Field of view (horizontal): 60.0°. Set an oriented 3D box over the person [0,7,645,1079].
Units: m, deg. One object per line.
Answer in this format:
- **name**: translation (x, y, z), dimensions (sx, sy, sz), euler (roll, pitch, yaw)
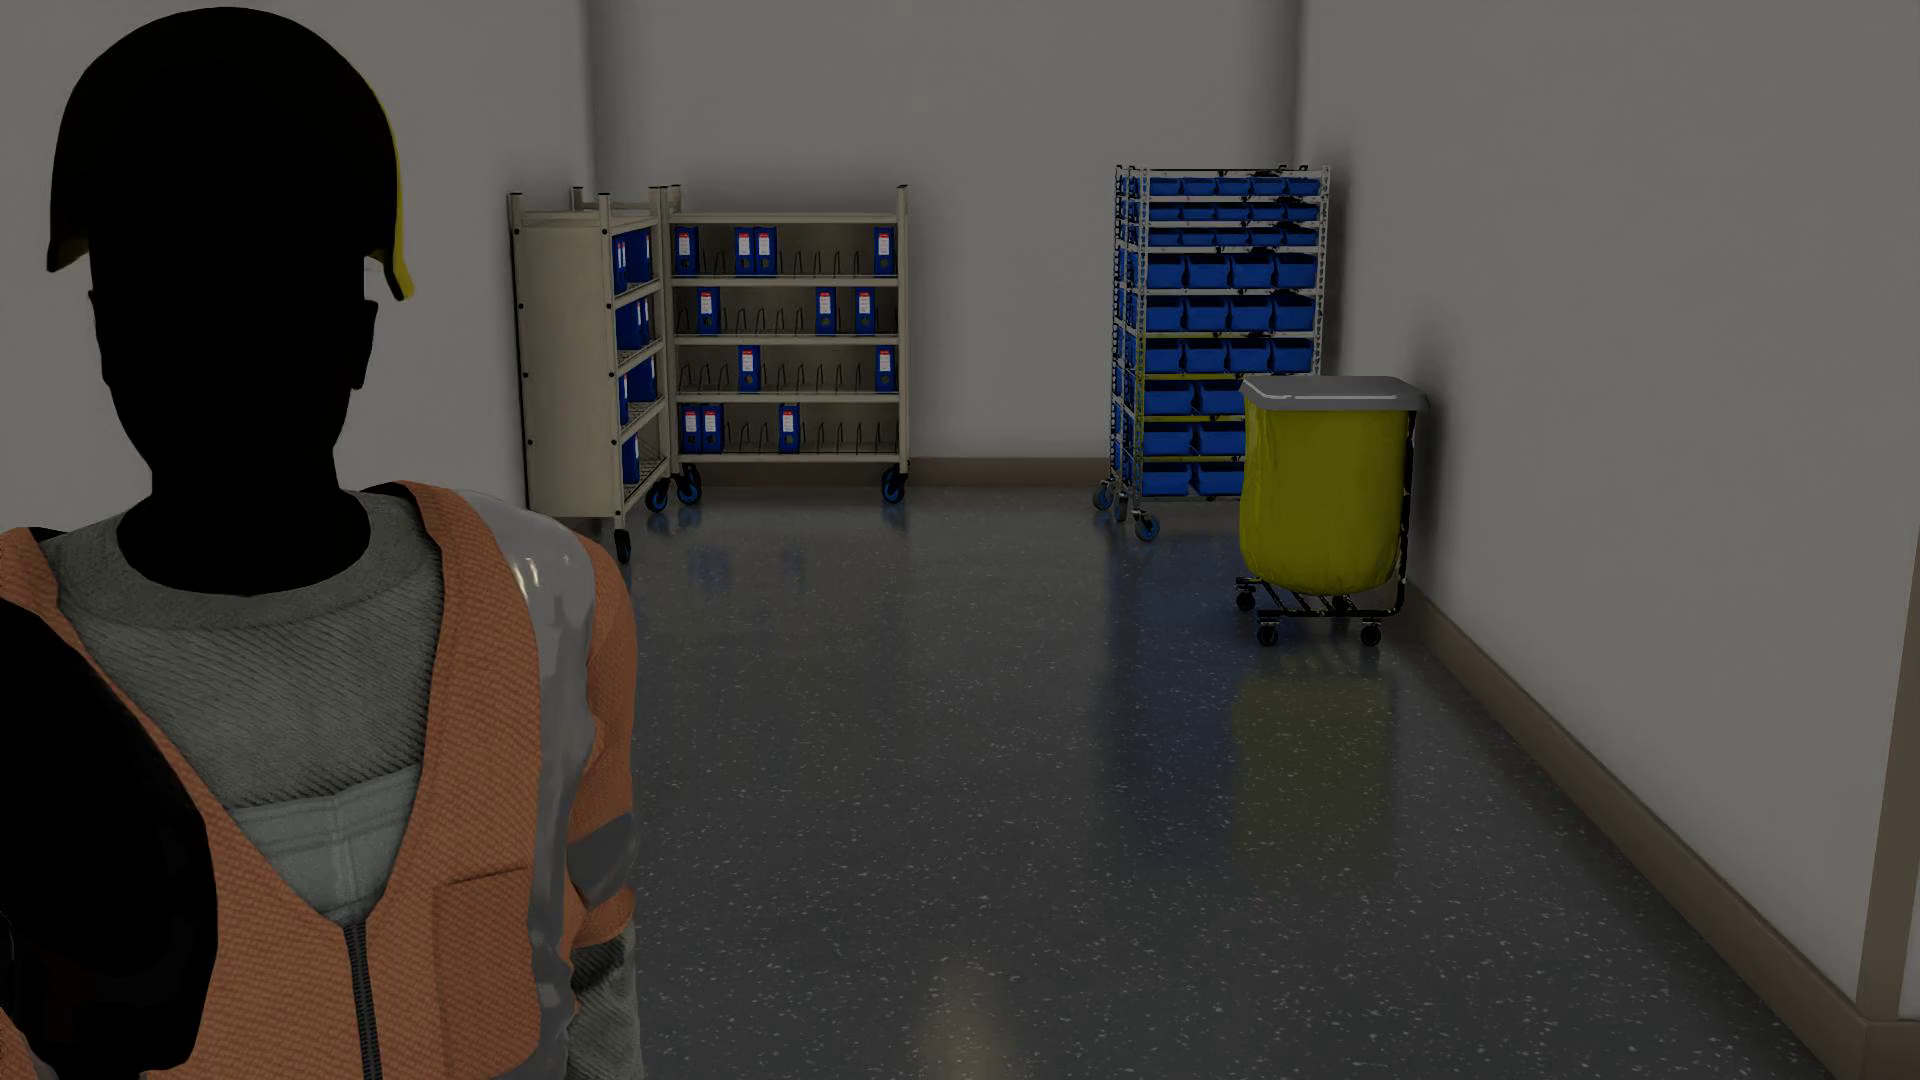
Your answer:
- **person**: translation (-0.462, 0.610, 1.226), dimensions (0.594, 1.922, 0.377), euler (-11, 17, -40)
